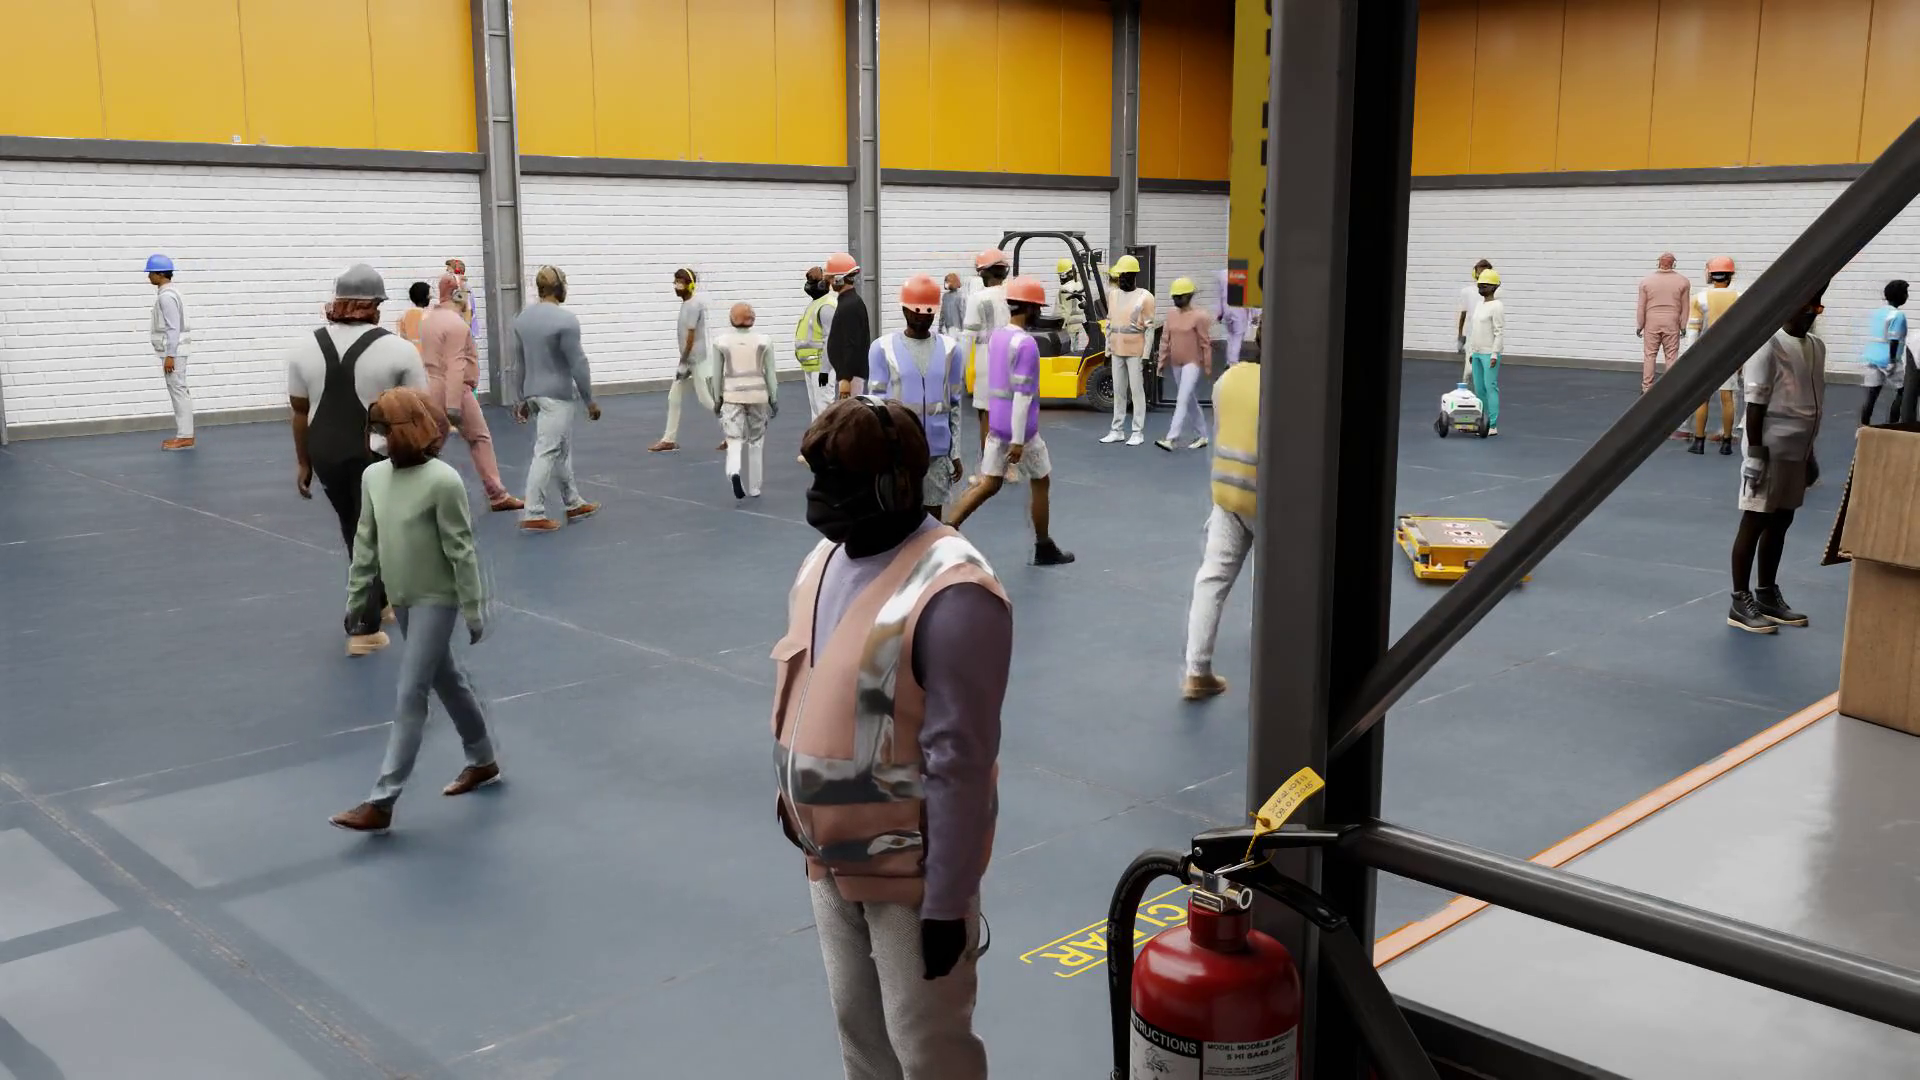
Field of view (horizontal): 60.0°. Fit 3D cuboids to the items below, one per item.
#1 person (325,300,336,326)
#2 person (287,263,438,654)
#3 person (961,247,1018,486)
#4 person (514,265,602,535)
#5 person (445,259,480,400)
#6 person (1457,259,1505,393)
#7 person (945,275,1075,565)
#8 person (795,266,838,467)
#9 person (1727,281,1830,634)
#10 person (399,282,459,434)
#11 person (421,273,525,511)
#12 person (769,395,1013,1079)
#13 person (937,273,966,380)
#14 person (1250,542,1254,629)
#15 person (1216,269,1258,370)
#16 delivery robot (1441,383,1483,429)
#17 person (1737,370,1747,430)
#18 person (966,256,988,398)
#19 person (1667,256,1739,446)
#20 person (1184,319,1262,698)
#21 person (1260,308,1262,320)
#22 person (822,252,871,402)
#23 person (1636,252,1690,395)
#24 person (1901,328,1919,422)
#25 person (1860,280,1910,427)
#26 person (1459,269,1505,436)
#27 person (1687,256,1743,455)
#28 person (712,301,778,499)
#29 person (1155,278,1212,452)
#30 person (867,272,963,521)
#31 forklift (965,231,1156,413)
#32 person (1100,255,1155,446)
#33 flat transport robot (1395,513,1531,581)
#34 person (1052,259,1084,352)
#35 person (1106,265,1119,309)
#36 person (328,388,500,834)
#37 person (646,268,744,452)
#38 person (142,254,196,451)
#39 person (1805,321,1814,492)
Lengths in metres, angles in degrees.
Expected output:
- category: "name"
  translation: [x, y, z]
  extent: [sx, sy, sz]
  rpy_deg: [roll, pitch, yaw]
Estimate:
- category: "person"
  translation: [-4.848, -1.076, 13.138]
  extent: [0.370, 1.623, 0.534]
  rpy_deg: [0, 10, 0]
- category: "person"
  translation: [-3.085, -0.477, 8.744]
  extent: [0.704, 2.000, 1.024]
  rpy_deg: [1, 10, 8]
- category: "person"
  translation: [0.258, -1.463, 14.165]
  extent: [0.680, 2.034, 0.413]
  rpy_deg: [-8, 13, -39]
- category: "person"
  translation: [-2.872, -1.020, 12.052]
  extent: [0.628, 1.905, 0.920]
  rpy_deg: [9, 14, 41]
- category: "person"
  translation: [-5.987, -2.447, 20.016]
  extent: [0.381, 1.845, 0.570]
  rpy_deg: [-5, 12, -25]
- category: "person"
  translation: [6.120, -2.351, 19.504]
  extent: [0.511, 1.852, 0.492]
  rpy_deg: [2, 11, 11]
- category: "person"
  translation: [0.278, -0.730, 10.563]
  extent: [0.967, 1.898, 0.551]
  rpy_deg: [-6, 12, -29]
- category: "person"
  translation: [-1.312, -1.600, 15.409]
  extent: [0.429, 1.847, 0.626]
  rpy_deg: [-3, 11, -18]
- category: "person"
  translation: [4.452, -0.487, 9.011]
  extent: [0.607, 1.963, 0.373]
  rpy_deg: [-7, 12, -32]
- category: "person"
  translation: [-5.666, -1.887, 17.496]
  extent: [0.529, 1.653, 0.890]
  rpy_deg: [8, 13, 38]
- category: "person"
  translation: [-3.880, -1.097, 12.676]
  extent: [1.011, 1.851, 0.655]
  rpy_deg: [-9, 13, -39]
- category: "person"
  translation: [-0.153, 0.628, 3.302]
  extent: [0.431, 1.836, 0.619]
  rpy_deg: [-7, 13, -34]
- category: "person"
  translation: [-0.069, -3.105, 24.313]
  extent: [0.849, 1.602, 0.505]
  rpy_deg: [-6, 12, -32]
- category: "person"
  translation: [1.736, -0.408, 8.798]
  extent: [0.354, 1.884, 0.576]
  rpy_deg: [-2, 11, -10]
- category: "person"
  translation: [4.314, -3.509, 25.705]
  extent: [0.587, 1.884, 0.673]
  rpy_deg: [-10, 14, -42]
- category: "delivery robot"
  translation: [5.356, -1.432, 17.749]
  extent: [0.477, 0.478, 0.707]
  rpy_deg: [2, 11, 9]
- category: "person"
  translation: [8.870, -2.051, 18.544]
  extent: [0.856, 1.599, 0.531]
  rpy_deg: [-9, 14, -41]
- category: "person"
  translation: [0.407, -2.833, 21.985]
  extent: [0.930, 1.897, 0.566]
  rpy_deg: [-7, 13, -35]
- category: "person"
  translation: [7.665, -1.943, 17.087]
  extent: [0.658, 1.905, 0.846]
  rpy_deg: [-6, 12, -29]
- category: "person"
  translation: [1.431, -0.168, 7.750]
  extent: [0.990, 1.778, 0.645]
  rpy_deg: [-7, 13, -34]
- category: "person"
  translation: [3.971, -2.496, 20.262]
  extent: [0.659, 1.863, 0.992]
  rpy_deg: [3, 11, 17]
- category: "person"
  translation: [-0.931, -1.365, 13.721]
  extent: [0.391, 1.991, 0.612]
  rpy_deg: [0, 10, -1]
- category: "person"
  translation: [9.296, -2.846, 22.027]
  extent: [0.642, 1.909, 0.399]
  rpy_deg: [4, 11, 21]
- category: "person"
  translation: [6.025, -0.660, 10.081]
  extent: [0.594, 1.919, 0.383]
  rpy_deg: [7, 12, 32]
- category: "person"
  translation: [9.661, -1.849, 17.227]
  extent: [0.575, 1.677, 0.541]
  rpy_deg: [0, 10, -2]
- category: "person"
  translation: [5.602, -1.996, 17.771]
  extent: [0.300, 1.772, 0.532]
  rpy_deg: [-2, 11, -13]
- category: "person"
  translation: [7.367, -1.793, 16.216]
  extent: [0.545, 1.933, 0.376]
  rpy_deg: [3, 11, 15]
- category: "person"
  translation: [-1.726, -1.103, 13.345]
  extent: [0.524, 1.619, 0.645]
  rpy_deg: [-1, 10, -7]
- category: "person"
  translation: [2.200, -1.719, 16.421]
  extent: [0.945, 1.711, 0.515]
  rpy_deg: [-9, 14, -40]
- category: "person"
  translation: [-0.231, -0.502, 9.183]
  extent: [0.542, 1.930, 0.366]
  rpy_deg: [-3, 11, -18]
- category: "forklift"
  translation: [1.222, -2.721, 20.561]
  extent: [2.313, 2.155, 1.214]
  rpy_deg: [2, 11, 13]
- category: "person"
  translation: [1.707, -1.927, 16.960]
  extent: [0.585, 1.929, 0.371]
  rpy_deg: [10, 14, 43]
- category: "flat transport robot"
  translation: [3.233, 0.035, 10.780]
  extent: [0.652, 0.197, 1.431]
  rpy_deg: [2, 10, 8]
- category: "person"
  translation: [1.407, -2.768, 21.837]
  extent: [0.403, 1.822, 0.588]
  rpy_deg: [4, 11, 22]
- category: "person"
  translation: [2.172, -2.886, 22.766]
  extent: [0.915, 1.720, 0.523]
  rpy_deg: [3, 11, 14]
- category: "person"
  translation: [-2.016, 0.240, 6.071]
  extent: [0.527, 1.583, 0.863]
  rpy_deg: [7, 13, 34]
- category: "person"
  translation: [-2.606, -1.769, 16.414]
  extent: [0.895, 1.830, 0.499]
  rpy_deg: [-5, 12, -27]
- category: "person"
  translation: [-7.869, -1.866, 16.574]
  extent: [0.404, 1.945, 0.615]
  rpy_deg: [-4, 11, -21]
- category: "person"
  translation: [6.827, -1.344, 13.721]
  extent: [0.578, 1.945, 0.642]
  rpy_deg: [1, 10, 4]
